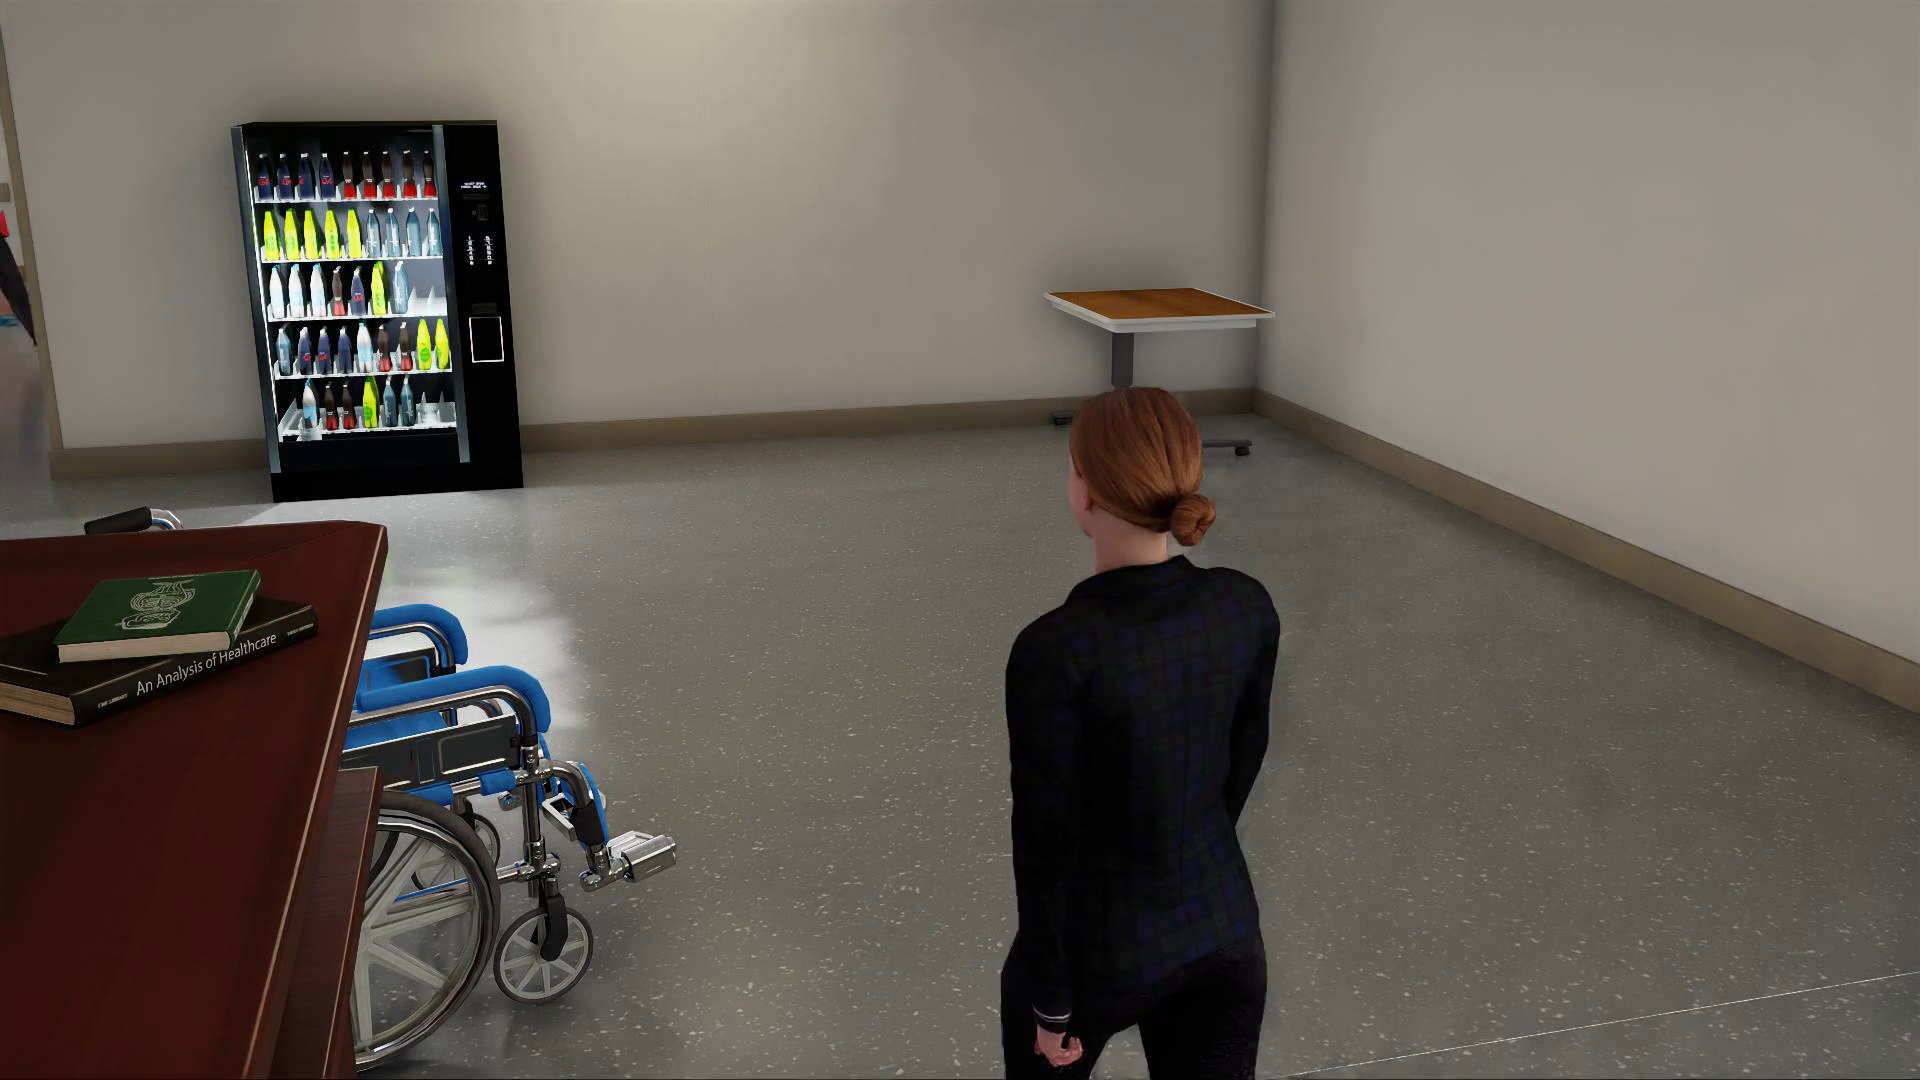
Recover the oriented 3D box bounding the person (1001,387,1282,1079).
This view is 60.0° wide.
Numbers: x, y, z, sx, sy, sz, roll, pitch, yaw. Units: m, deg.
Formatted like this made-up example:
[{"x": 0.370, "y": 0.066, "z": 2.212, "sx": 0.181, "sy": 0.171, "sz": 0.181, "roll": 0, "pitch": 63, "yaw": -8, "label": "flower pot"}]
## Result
[{"x": 0.310, "y": 0.654, "z": 2.335, "sx": 1.094, "sy": 1.634, "sz": 0.829, "roll": -8, "pitch": 18, "yaw": -26, "label": "person"}]
